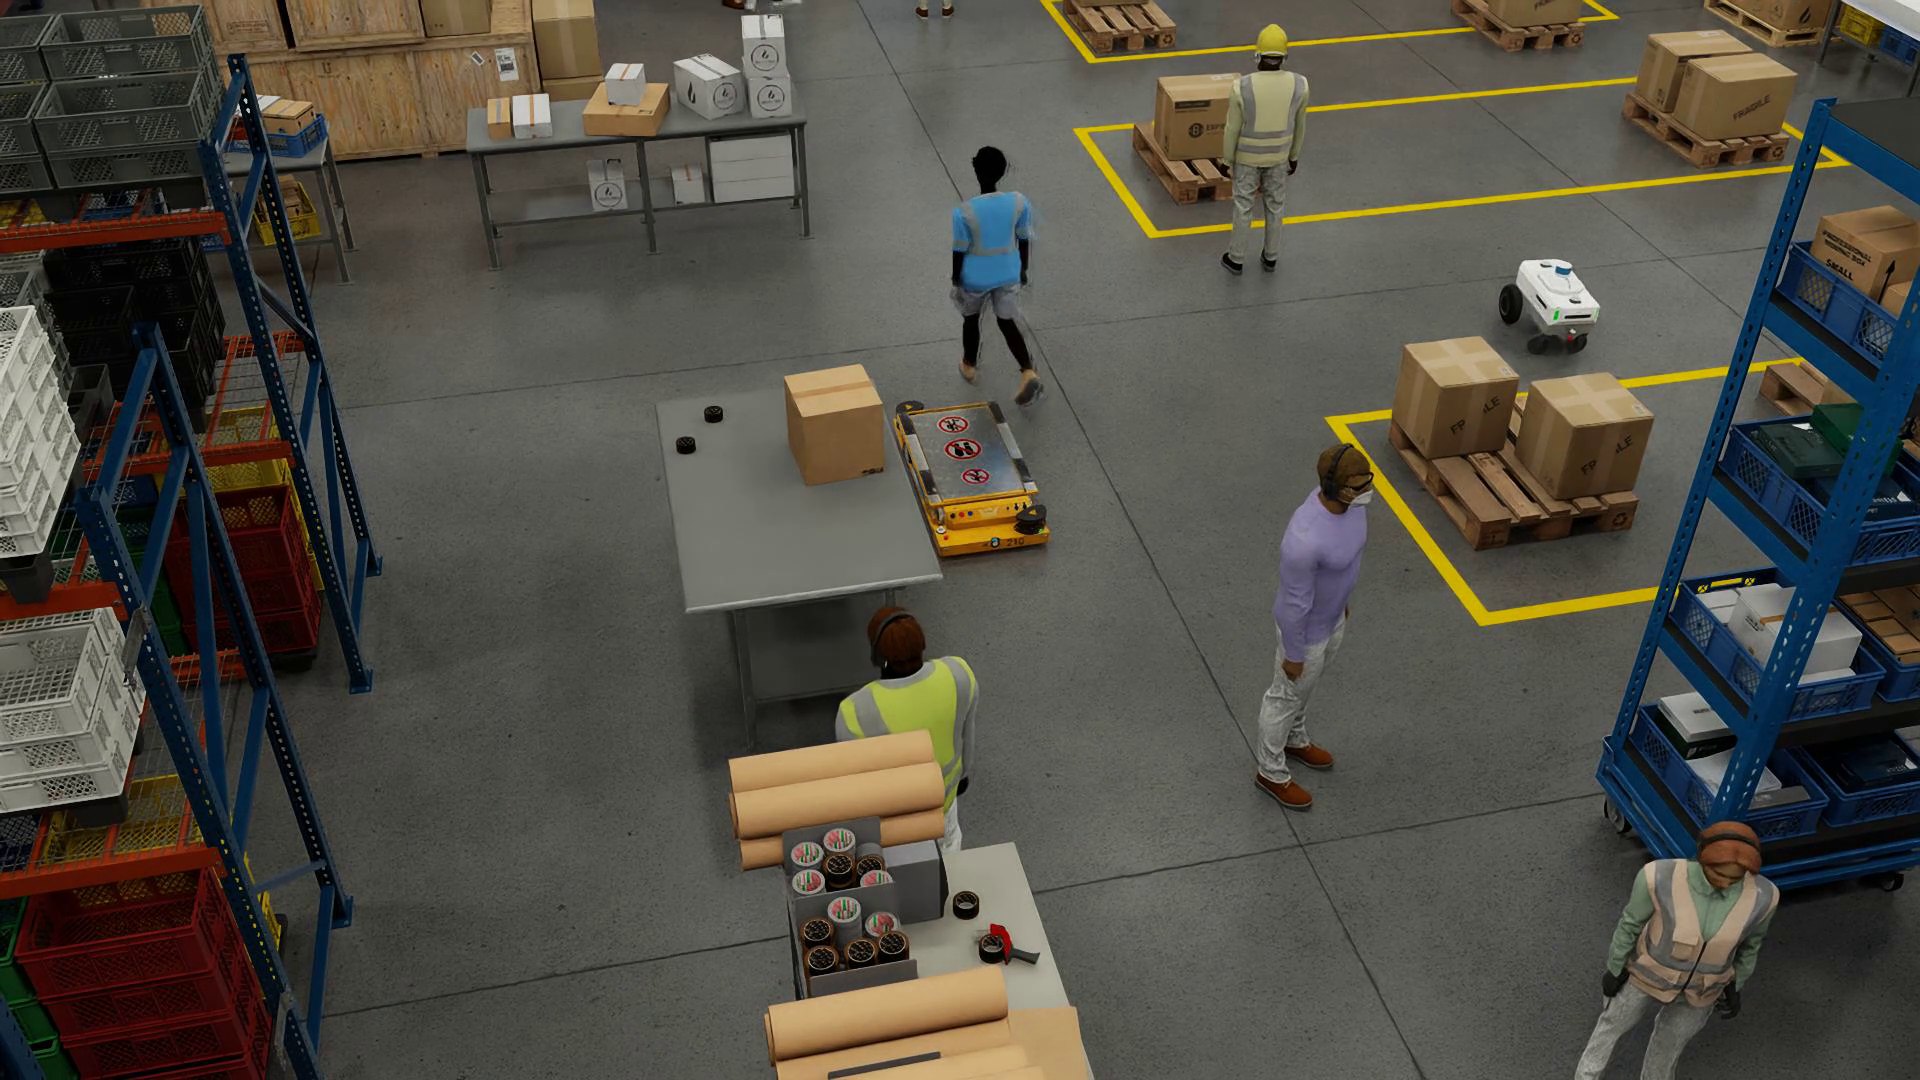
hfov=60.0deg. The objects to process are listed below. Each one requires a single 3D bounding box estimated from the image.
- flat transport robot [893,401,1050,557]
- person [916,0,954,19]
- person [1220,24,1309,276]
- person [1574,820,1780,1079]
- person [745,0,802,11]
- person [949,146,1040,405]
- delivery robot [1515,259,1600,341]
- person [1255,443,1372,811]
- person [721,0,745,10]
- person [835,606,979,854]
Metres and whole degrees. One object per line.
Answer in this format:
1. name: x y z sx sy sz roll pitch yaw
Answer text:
1. flat transport robot: 0.046 -0.430 10.108 0.652 0.197 1.431 -8 37 -10
2. person: -0.290 -6.098 16.396 0.521 1.873 0.335 -1 37 -1
3. person: 2.165 -2.793 11.985 0.594 1.832 0.403 -5 37 -6
4. person: 2.657 1.633 6.197 0.514 1.640 0.309 5 37 7
5. person: -1.948 -6.254 16.608 0.371 1.877 0.692 28 45 32
6. person: 0.226 -1.659 10.601 0.557 1.662 0.729 -13 39 -17
7. delivery robot: 4.122 -1.685 11.483 0.477 0.478 0.707 -4 37 -5
8. person: 1.631 0.377 7.638 0.373 1.940 0.627 20 41 25
9. person: -2.250 -6.327 16.688 0.396 1.897 0.650 13 39 17
10. person: -0.221 1.037 6.849 0.645 1.831 0.431 -21 42 -26
